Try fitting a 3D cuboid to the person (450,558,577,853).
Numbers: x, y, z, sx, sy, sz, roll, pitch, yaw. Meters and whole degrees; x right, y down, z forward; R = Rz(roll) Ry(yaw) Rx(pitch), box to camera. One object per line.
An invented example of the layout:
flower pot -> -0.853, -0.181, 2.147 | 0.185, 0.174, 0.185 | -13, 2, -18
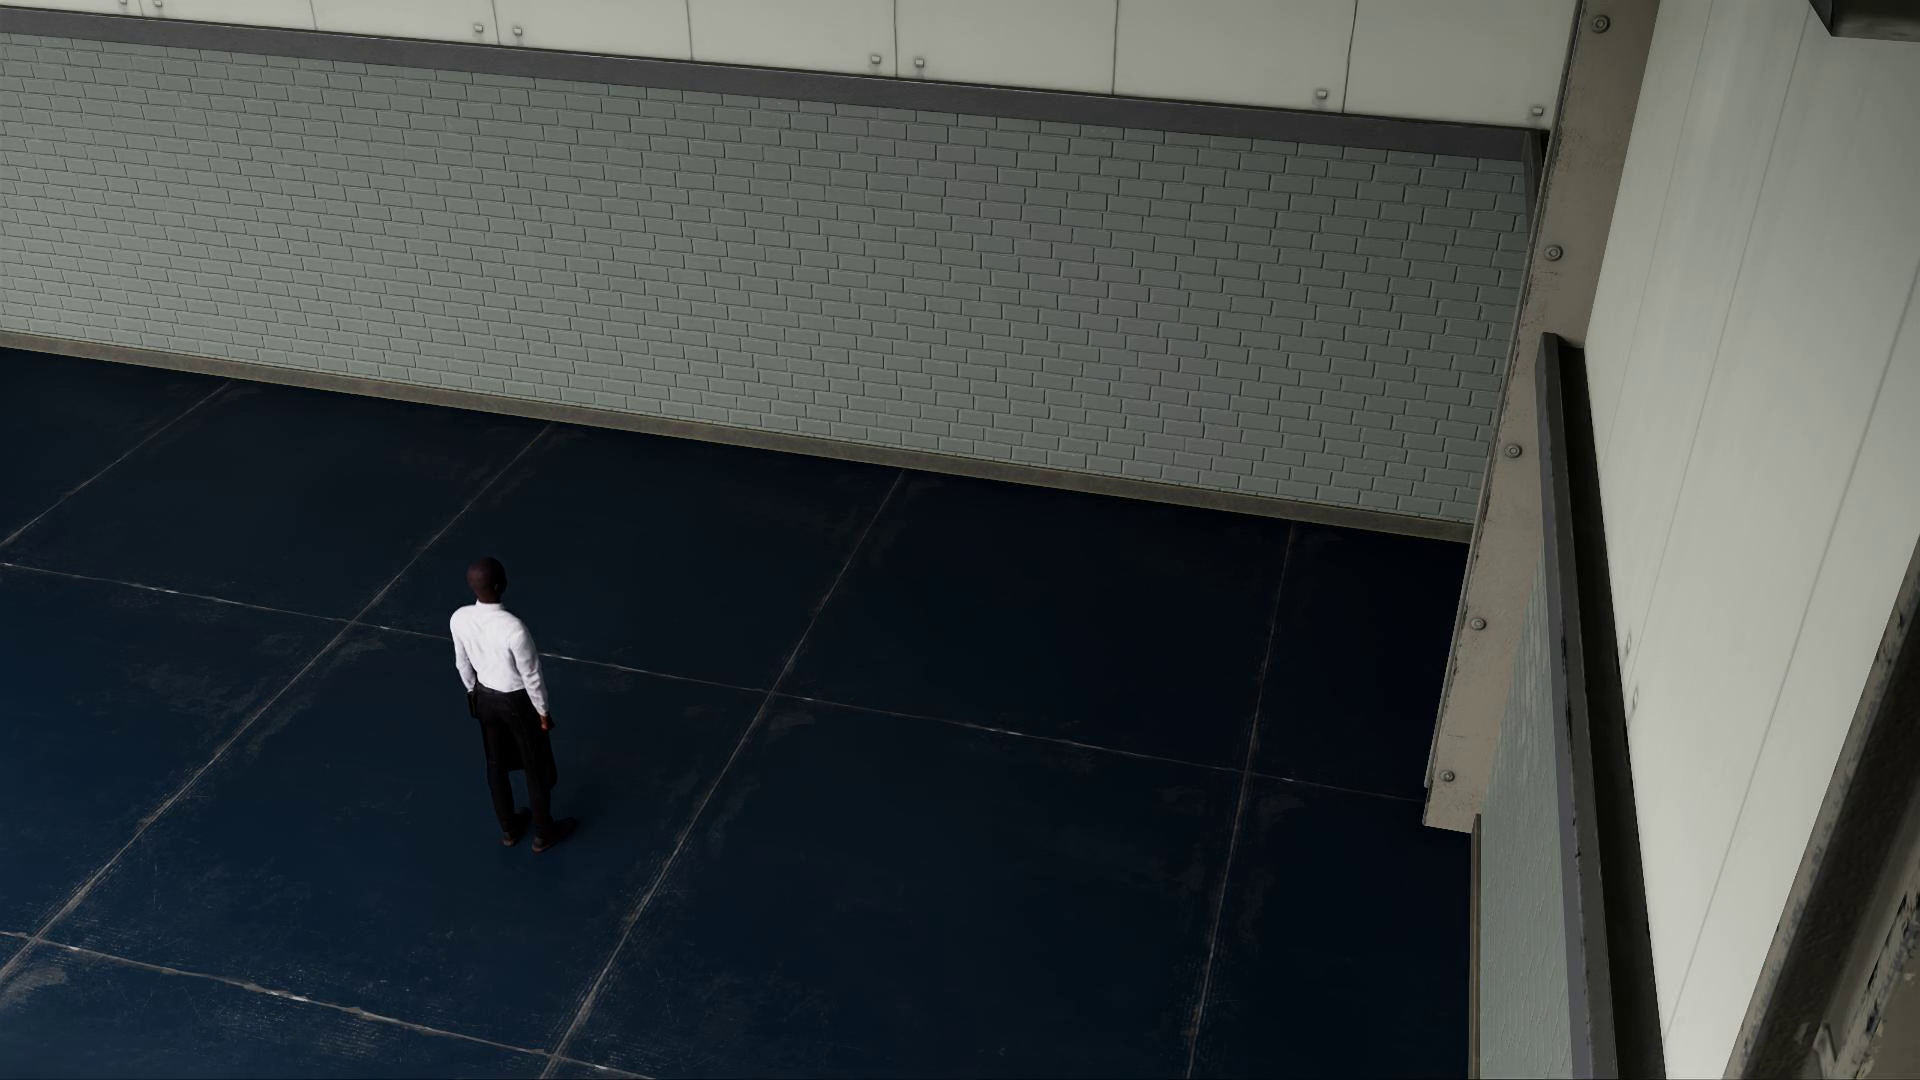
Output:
person -> -2.428, 0.894, 8.927 | 0.646, 1.836, 0.542 | 10, 34, 16
